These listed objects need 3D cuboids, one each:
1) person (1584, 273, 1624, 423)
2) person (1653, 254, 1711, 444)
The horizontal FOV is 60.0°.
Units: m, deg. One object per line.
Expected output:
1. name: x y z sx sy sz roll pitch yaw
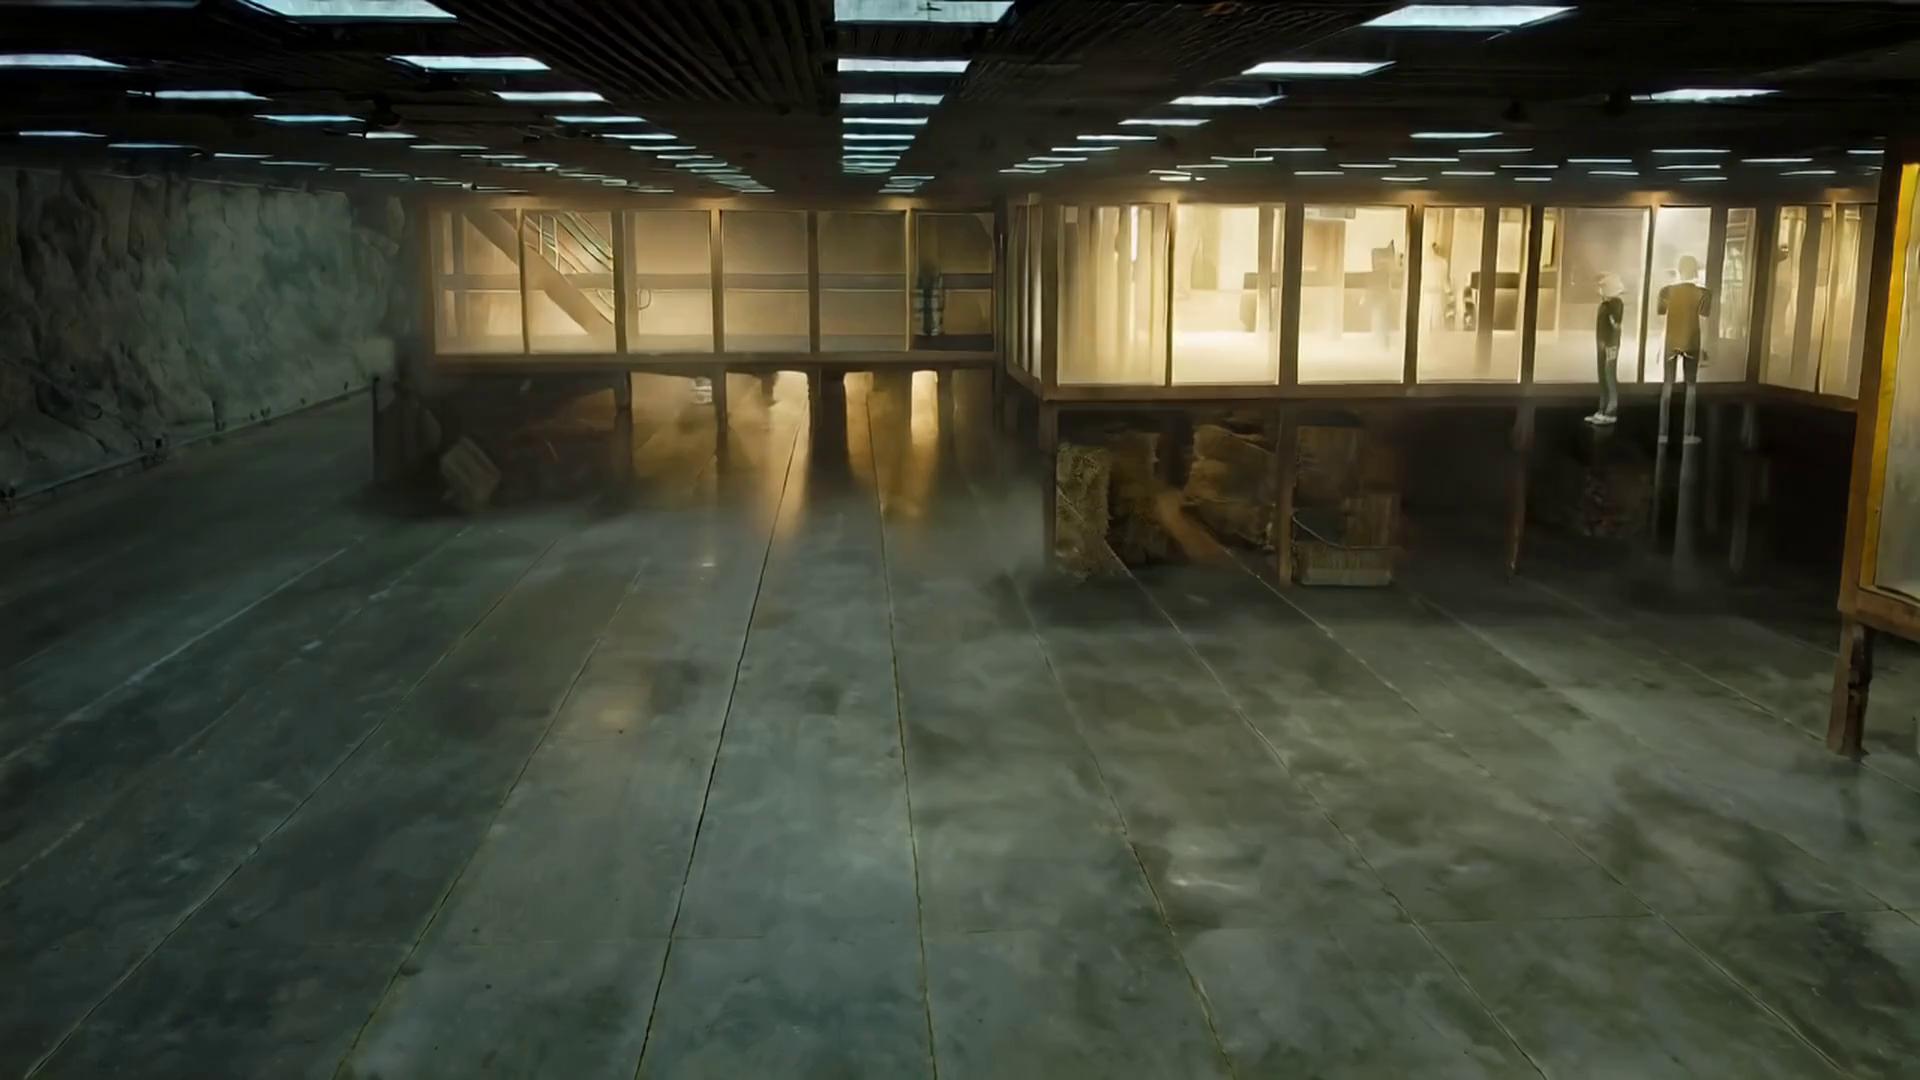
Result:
1. person: 7.075 -2.092 18.201 0.285 1.634 0.499 1 11 5
2. person: 7.119 -1.876 16.411 0.517 1.873 0.334 8 13 36
